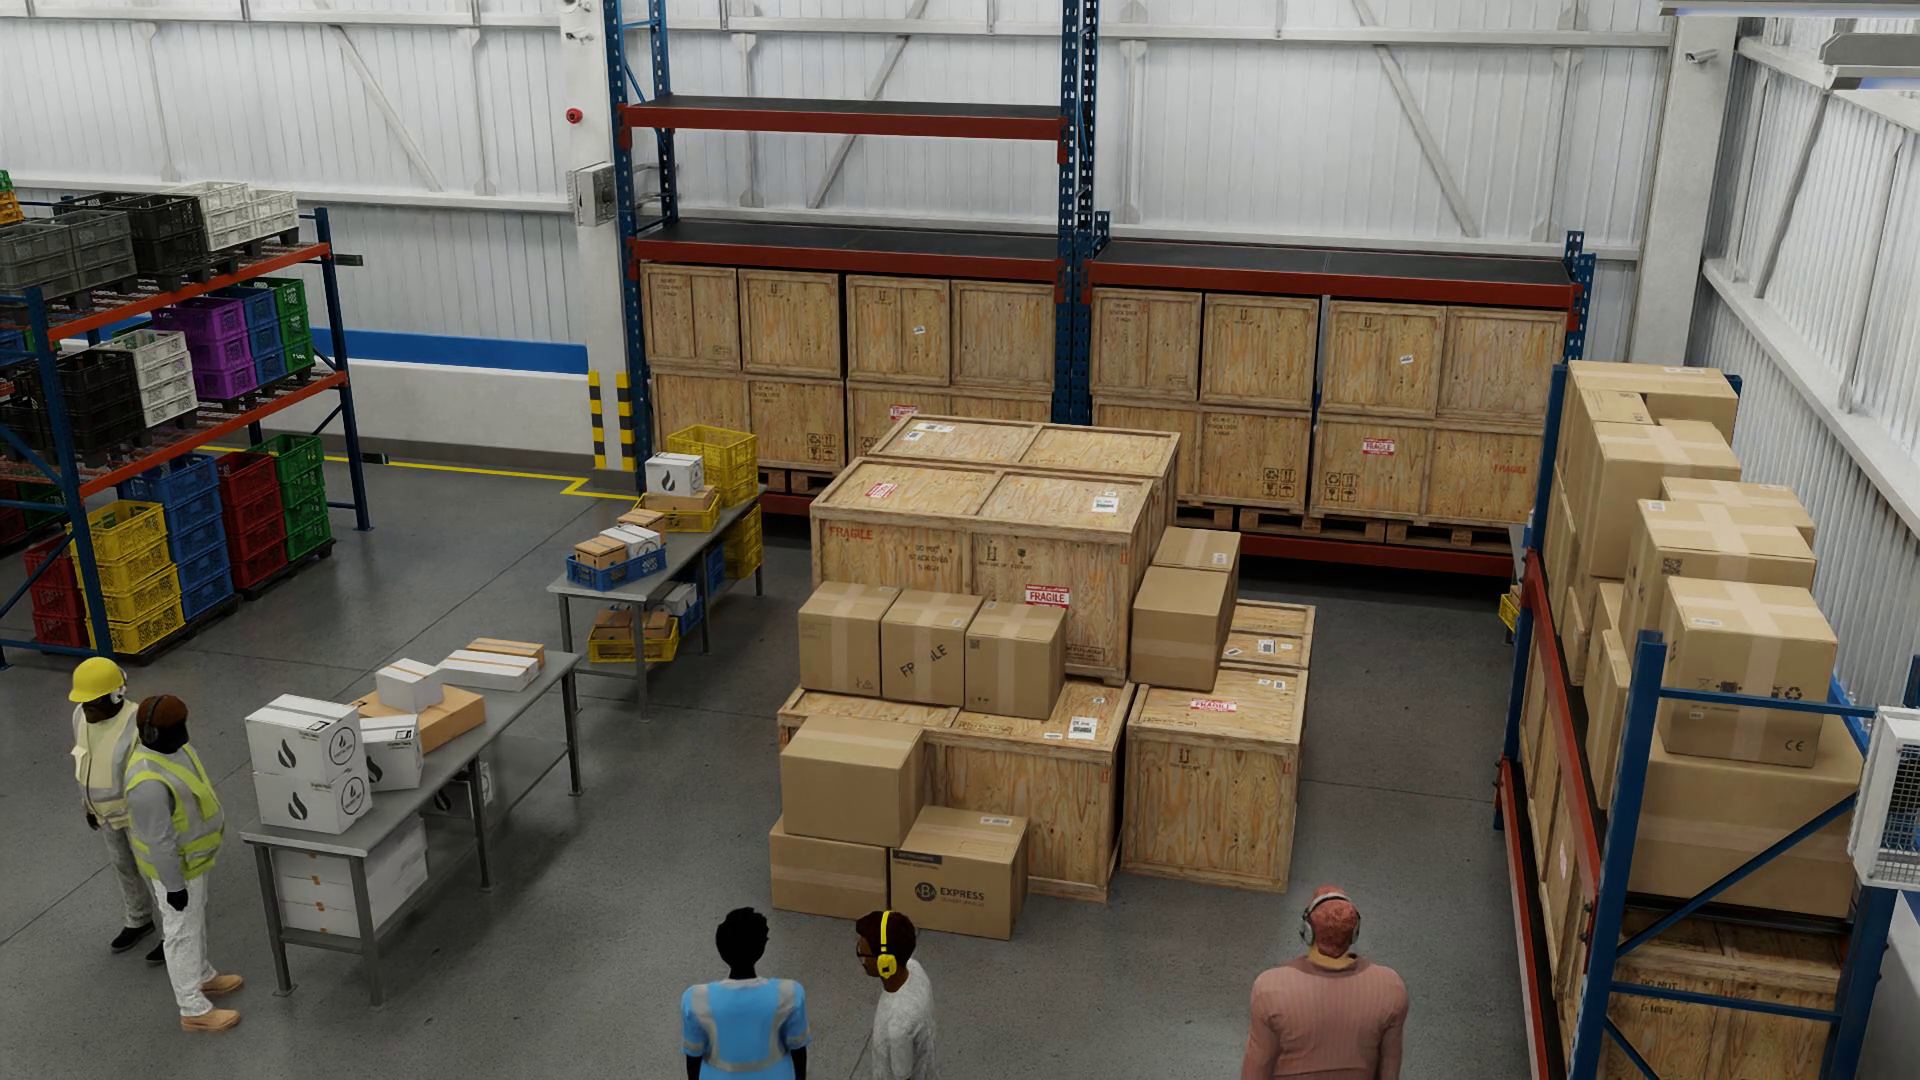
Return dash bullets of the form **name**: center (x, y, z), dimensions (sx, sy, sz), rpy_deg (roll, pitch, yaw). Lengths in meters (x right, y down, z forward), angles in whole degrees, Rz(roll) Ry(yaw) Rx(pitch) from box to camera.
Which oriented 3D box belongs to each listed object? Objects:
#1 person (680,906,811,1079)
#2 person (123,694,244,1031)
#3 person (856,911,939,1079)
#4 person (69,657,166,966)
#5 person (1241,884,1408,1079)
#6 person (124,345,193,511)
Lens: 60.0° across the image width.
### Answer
- **person**: center (-0.885, 2.317, 6.978), dimensions (0.539, 1.688, 0.326), rpy_deg (-3, 21, -8)
- **person**: center (-3.986, 1.635, 8.551), dimensions (0.430, 1.839, 0.625), rpy_deg (-6, 22, -14)
- **person**: center (-0.242, 2.323, 6.736), dimensions (0.329, 1.856, 0.518), rpy_deg (1, 21, 1)
- **person**: center (-4.530, 1.458, 9.043), dimensions (0.600, 1.824, 0.403), rpy_deg (10, 23, 25)
- **person**: center (1.454, 2.265, 6.808), dimensions (0.655, 1.904, 0.407), rpy_deg (-1, 21, -4)
- **person**: center (-7.192, -0.848, 14.907), dimensions (0.627, 1.941, 0.371), rpy_deg (0, 21, 1)
